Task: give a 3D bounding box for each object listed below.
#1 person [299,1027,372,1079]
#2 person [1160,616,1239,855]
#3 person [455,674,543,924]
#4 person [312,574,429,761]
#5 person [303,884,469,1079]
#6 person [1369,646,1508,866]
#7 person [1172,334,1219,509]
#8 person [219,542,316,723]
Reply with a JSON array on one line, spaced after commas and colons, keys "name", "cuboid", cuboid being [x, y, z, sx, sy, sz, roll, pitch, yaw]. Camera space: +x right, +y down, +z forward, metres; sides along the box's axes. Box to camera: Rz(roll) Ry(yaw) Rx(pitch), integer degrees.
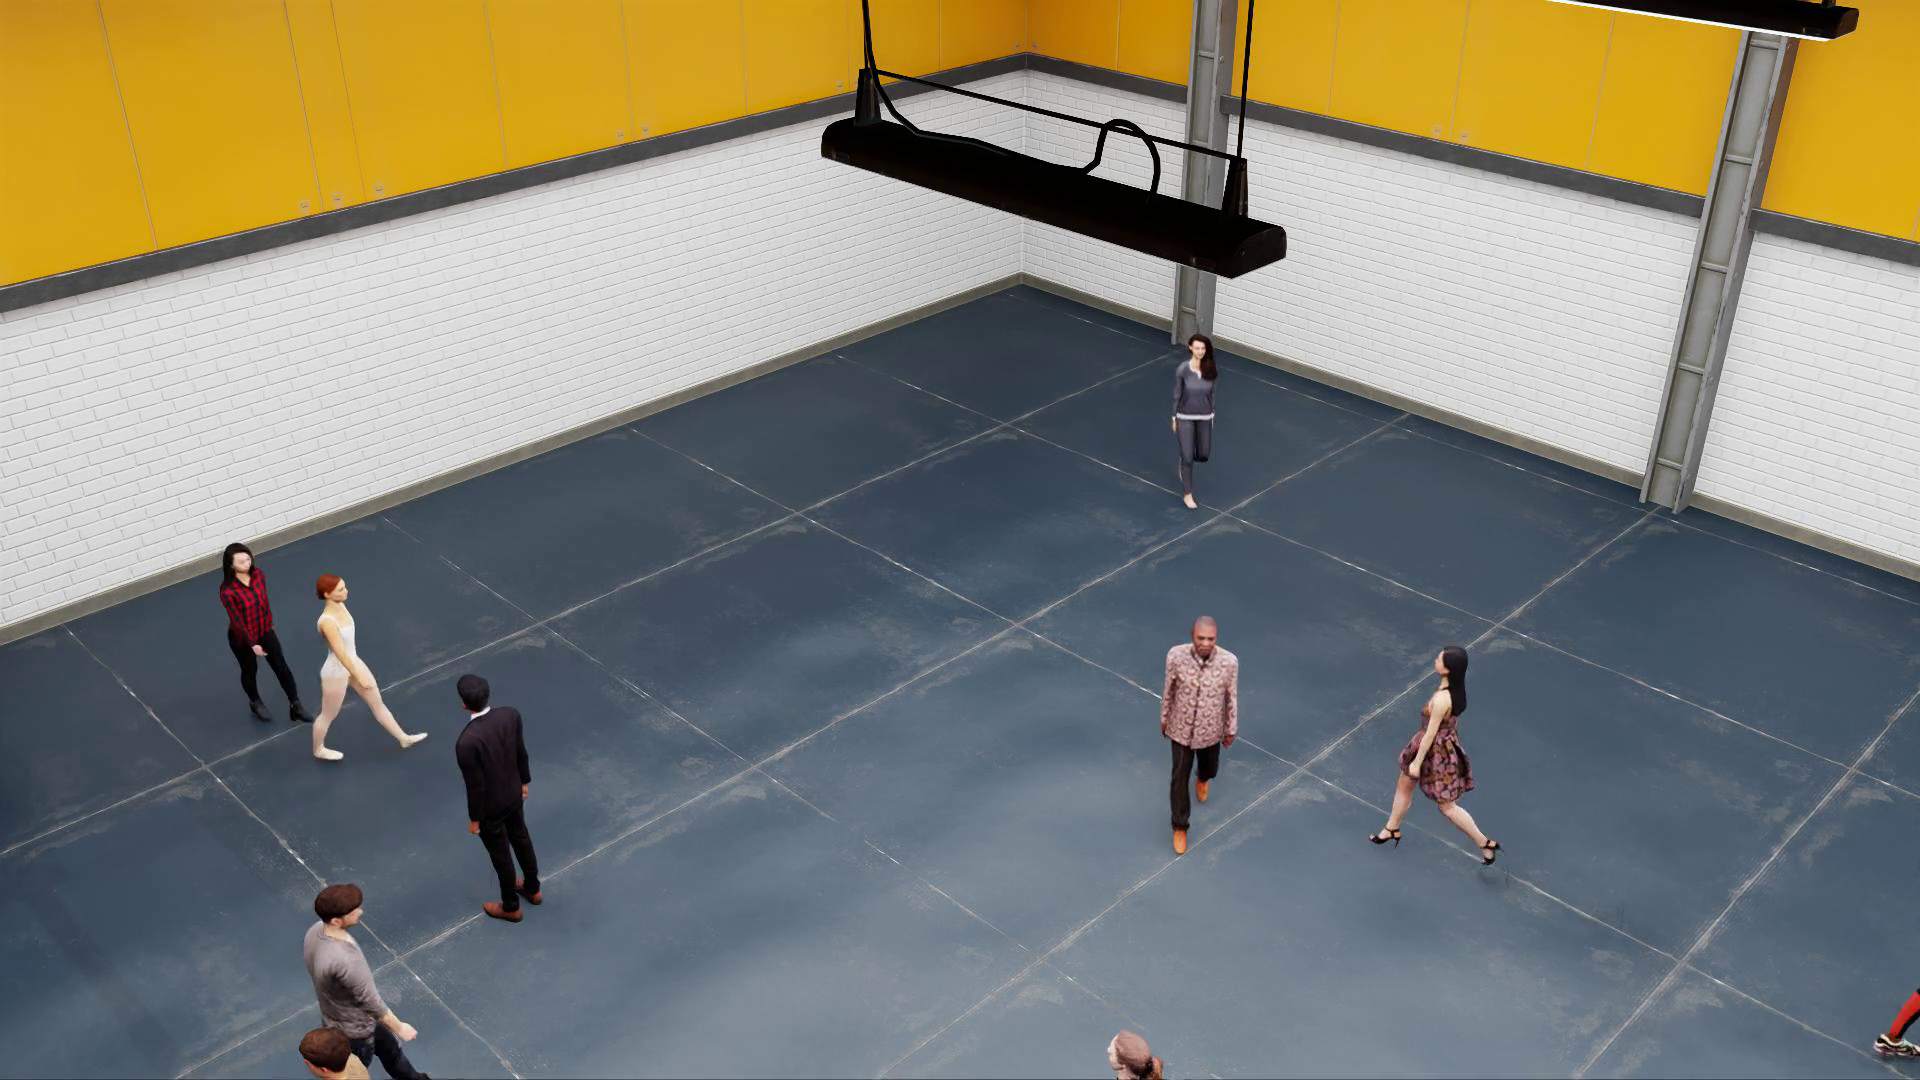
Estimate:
[{"name": "person", "cuboid": [-3.002, 3.135, 8.355, 0.784, 1.850, 0.622, -14, 32, -24]}, {"name": "person", "cuboid": [1.691, 1.279, 11.827, 1.158, 1.782, 1.148, 4, 29, 7]}, {"name": "person", "cuboid": [-3.050, 1.695, 10.965, 0.655, 1.877, 0.752, 15, 32, 25]}, {"name": "person", "cuboid": [-4.739, 1.013, 12.512, 1.093, 1.592, 1.025, 0, 29, 0]}, {"name": "person", "cuboid": [-3.414, 2.732, 9.106, 0.926, 1.838, 1.207, -18, 33, -29]}, {"name": "person", "cuboid": [3.340, 1.539, 11.396, 1.244, 1.739, 0.886, 13, 31, 23]}, {"name": "person", "cuboid": [2.282, -1.220, 16.441, 0.896, 1.751, 1.031, -6, 29, -11]}, {"name": "person", "cuboid": [-5.610, 0.723, 13.001, 0.928, 1.634, 0.728, 14, 32, 24]}]
